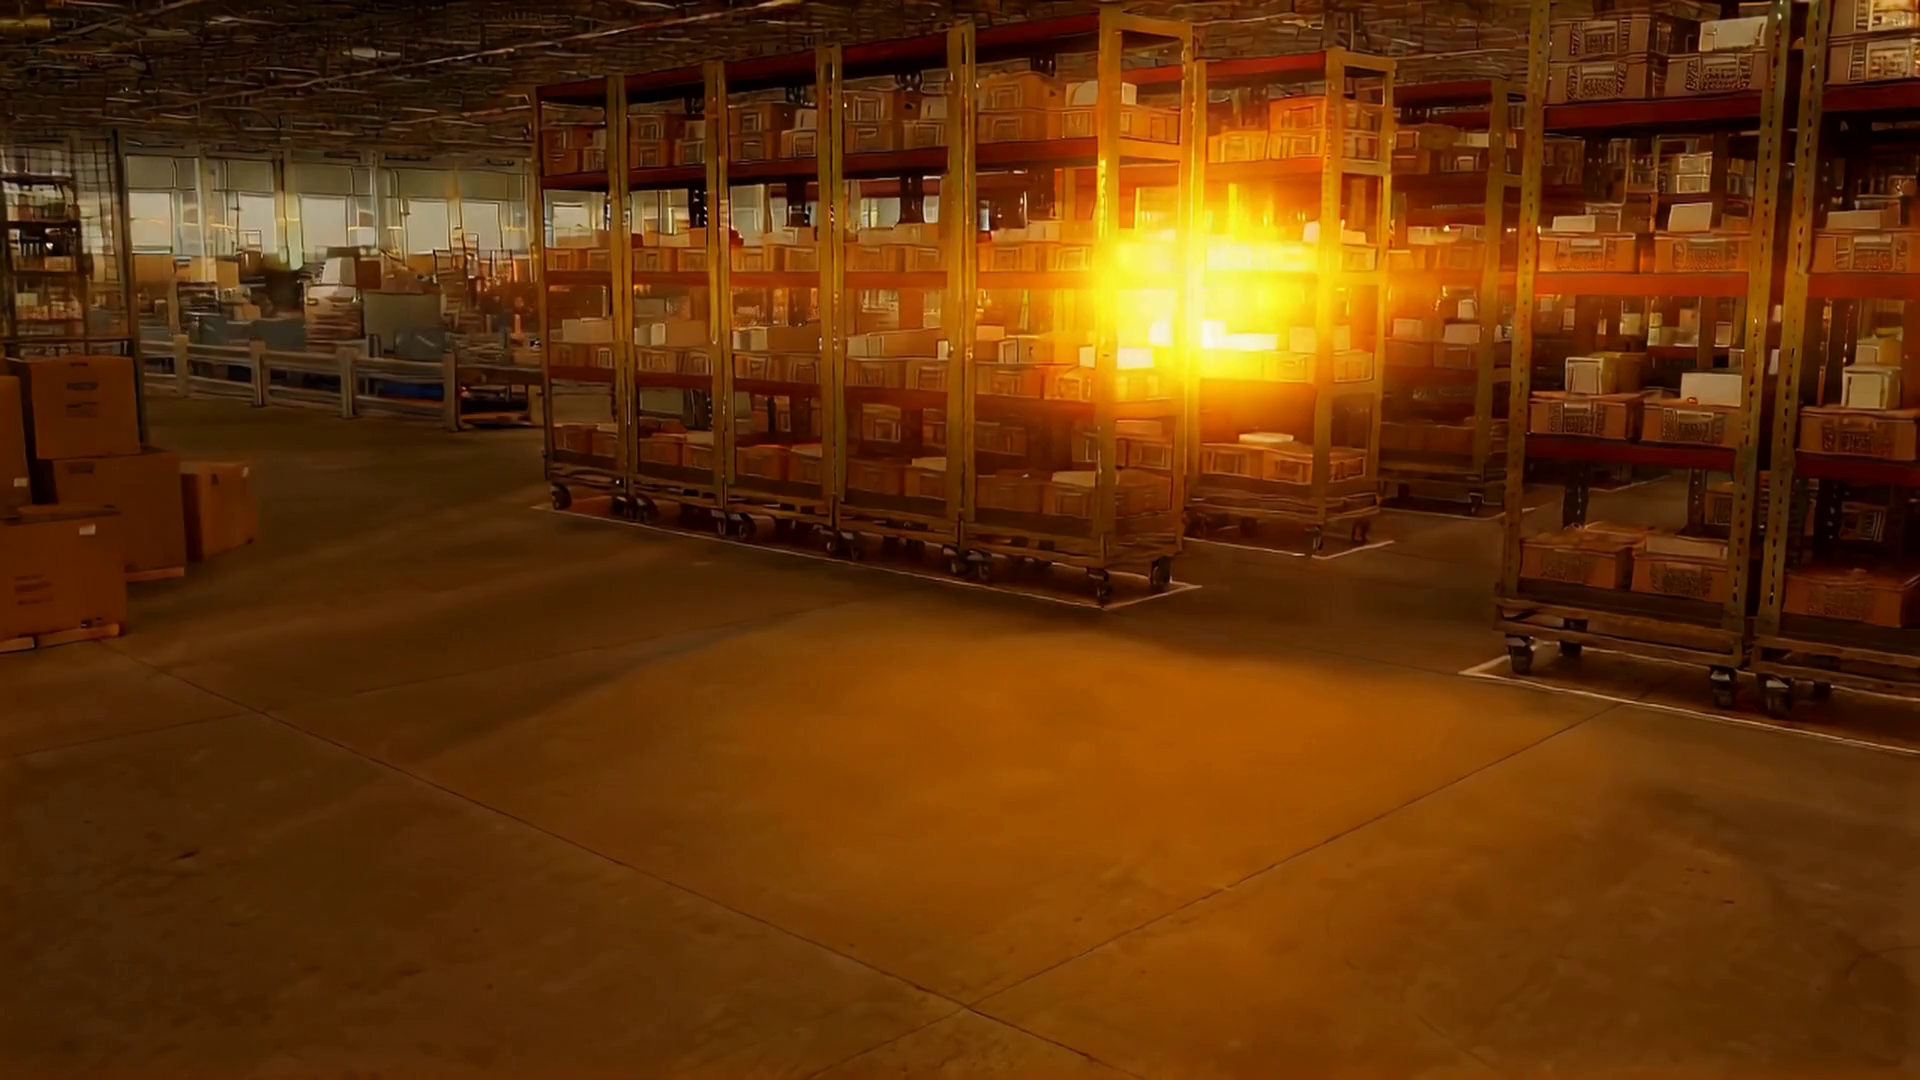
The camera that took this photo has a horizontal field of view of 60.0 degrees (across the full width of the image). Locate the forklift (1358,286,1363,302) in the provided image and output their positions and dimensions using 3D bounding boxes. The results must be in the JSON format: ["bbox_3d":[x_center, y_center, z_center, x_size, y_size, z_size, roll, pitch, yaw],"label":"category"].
[{"bbox_3d":[11.100,-7.017,46.970,1.873,2.768,1.129,9,13,43],"label":"forklift"}]

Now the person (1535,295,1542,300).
[{"bbox_3d":[15.377,-6.149,44.891,0.613,1.823,0.410,1,9,4],"label":"person"}]

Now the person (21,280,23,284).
[{"bbox_3d":[-46.052,-12.245,81.850,0.963,1.962,0.624,-8,12,-40],"label":"person"}]

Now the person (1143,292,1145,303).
[{"bbox_3d":[5.503,-7.044,50.595,0.543,1.745,0.599,-9,13,-42],"label":"person"}]

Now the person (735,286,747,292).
[{"bbox_3d":[-9.041,-10.135,68.653,0.926,2.000,0.700,6,11,32],"label":"person"}]

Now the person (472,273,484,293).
[{"bbox_3d":[-16.959,-8.369,58.202,1.006,1.909,0.621,-7,12,-38],"label":"person"}]

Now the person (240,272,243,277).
[{"bbox_3d":[-37.169,-12.949,86.224,0.545,1.938,0.359,8,12,41],"label":"person"}]

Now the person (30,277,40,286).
[{"bbox_3d":[-29.950,-7.629,53.831,0.517,1.865,0.328,4,10,21],"label":"person"}]

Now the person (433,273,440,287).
[{"bbox_3d":[-17.797,-8.190,57.071,0.632,1.925,0.543,-9,13,-43],"label":"person"}]

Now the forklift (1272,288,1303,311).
[{"bbox_3d":[11.372,-8.422,55.581,1.129,2.768,1.873,9,13,43],"label":"forklift"}]

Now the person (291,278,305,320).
[{"bbox_3d":[-23.960,-8.641,60.329,0.528,1.767,0.329,-1,9,-7],"label":"person"}]

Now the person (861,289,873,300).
[{"bbox_3d":[-4.241,-11.171,75.349,0.624,1.931,1.063,9,13,43],"label":"person"}]

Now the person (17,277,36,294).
[{"bbox_3d":[-29.757,-7.538,53.096,0.385,1.930,0.539,9,13,44],"label":"person"}]
